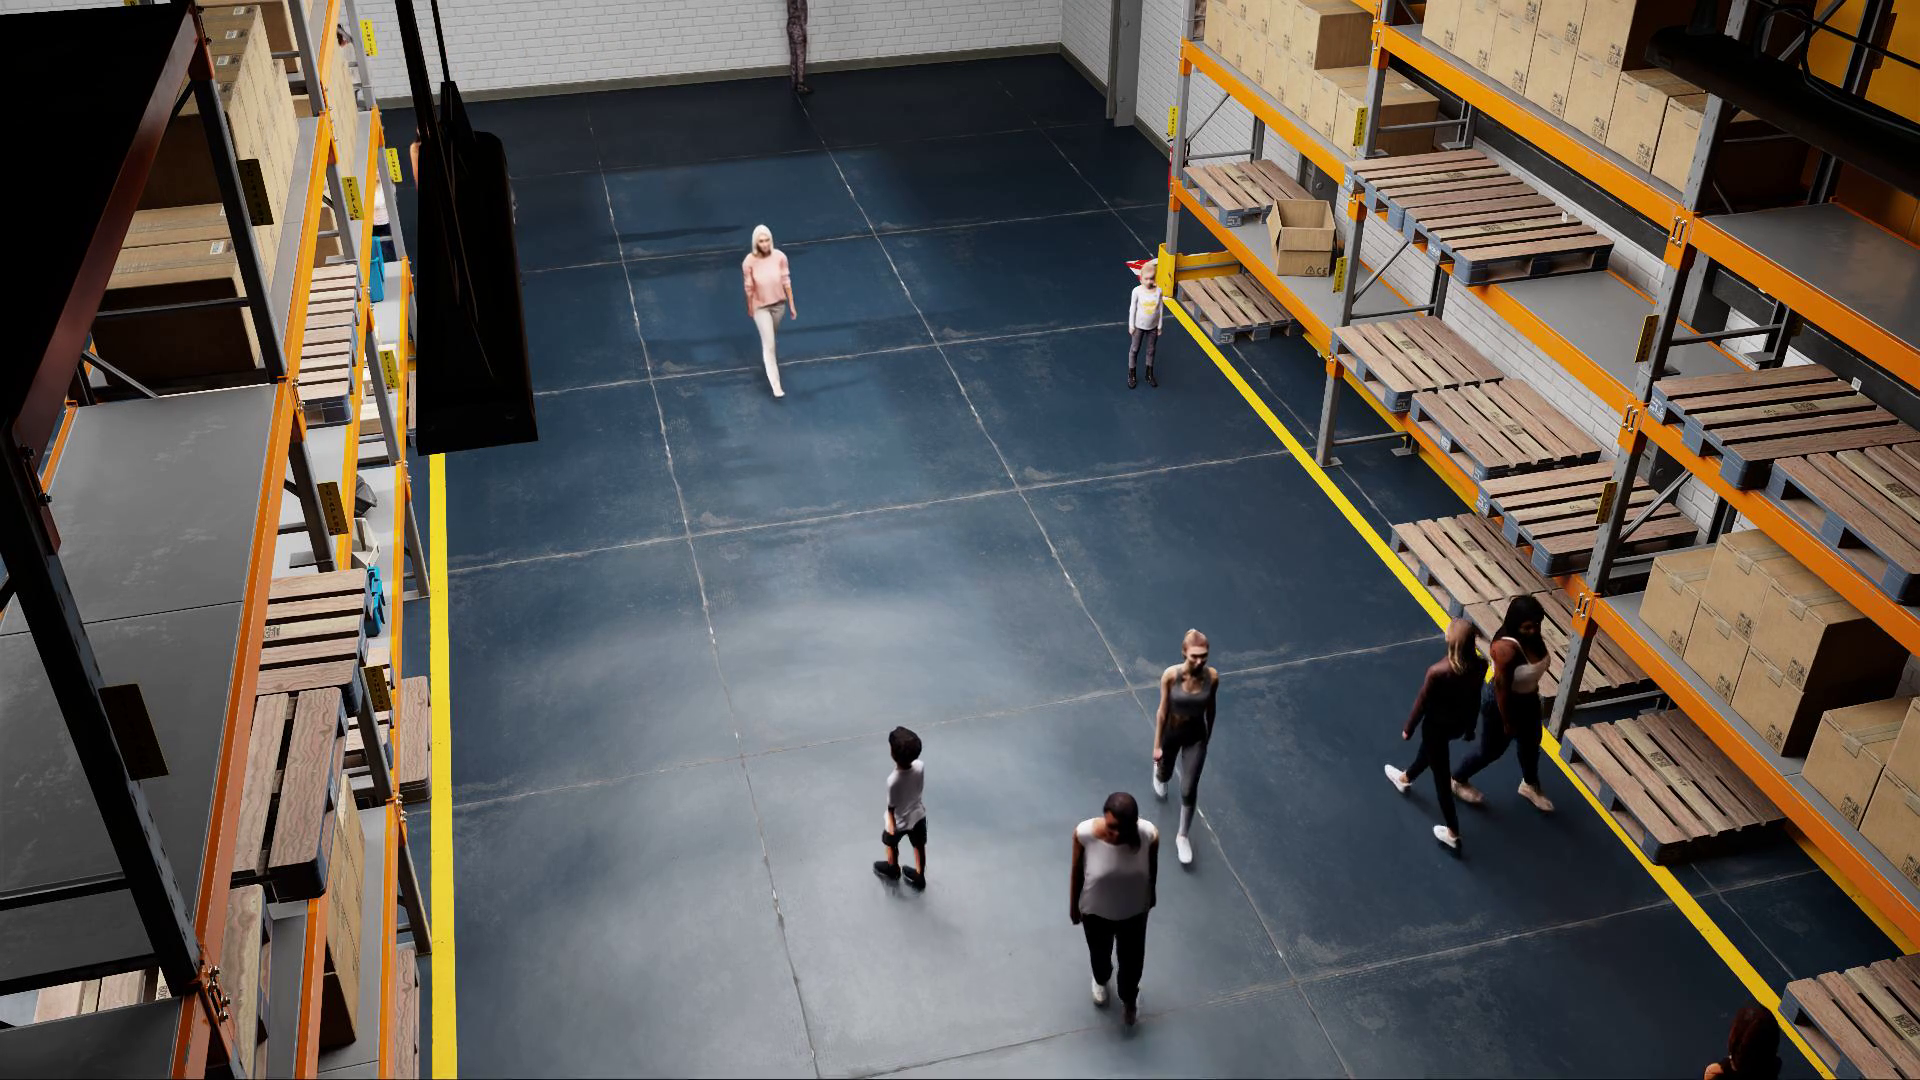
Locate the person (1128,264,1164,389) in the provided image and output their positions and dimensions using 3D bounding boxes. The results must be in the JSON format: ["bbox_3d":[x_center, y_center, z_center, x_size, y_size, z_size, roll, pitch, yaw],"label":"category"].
[{"bbox_3d":[1.842,-2.141,16.511,0.511,1.279,0.515,-5,34,-7],"label":"person"}]

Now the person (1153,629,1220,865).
[{"bbox_3d":[1.451,1.270,11.016,0.740,1.680,1.108,-1,34,-1],"label":"person"}]

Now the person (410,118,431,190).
[{"bbox_3d":[-5.983,-4.028,18.983,0.554,1.685,0.500,-9,35,-13],"label":"person"}]

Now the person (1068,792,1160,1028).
[{"bbox_3d":[0.919,2.076,9.811,0.780,1.674,0.804,2,34,3],"label":"person"}]

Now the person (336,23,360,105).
[{"bbox_3d":[-8.023,-5.978,21.928,0.828,1.672,0.765,8,34,12],"label":"person"}]

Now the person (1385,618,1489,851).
[{"bbox_3d":[3.238,1.306,10.983,0.756,1.657,1.137,-15,36,-21],"label":"person"}]

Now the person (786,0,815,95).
[{"bbox_3d":[-2.348,-7.299,23.878,0.678,1.714,0.542,-17,37,-24],"label":"person"}]

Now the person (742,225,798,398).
[{"bbox_3d":[-1.903,-2.336,16.447,0.743,1.675,1.188,-14,36,-21],"label":"person"}]

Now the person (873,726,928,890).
[{"bbox_3d":[-0.305,1.763,10.666,0.627,1.247,0.703,-28,42,-35],"label":"person"}]

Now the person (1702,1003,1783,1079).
[{"bbox_3d":[3.771,3.081,8.181,0.691,1.804,0.998,-5,34,-7],"label":"person"}]

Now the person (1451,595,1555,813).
[{"bbox_3d":[3.603,1.082,11.220,1.070,1.769,0.967,23,40,30],"label":"person"}]
